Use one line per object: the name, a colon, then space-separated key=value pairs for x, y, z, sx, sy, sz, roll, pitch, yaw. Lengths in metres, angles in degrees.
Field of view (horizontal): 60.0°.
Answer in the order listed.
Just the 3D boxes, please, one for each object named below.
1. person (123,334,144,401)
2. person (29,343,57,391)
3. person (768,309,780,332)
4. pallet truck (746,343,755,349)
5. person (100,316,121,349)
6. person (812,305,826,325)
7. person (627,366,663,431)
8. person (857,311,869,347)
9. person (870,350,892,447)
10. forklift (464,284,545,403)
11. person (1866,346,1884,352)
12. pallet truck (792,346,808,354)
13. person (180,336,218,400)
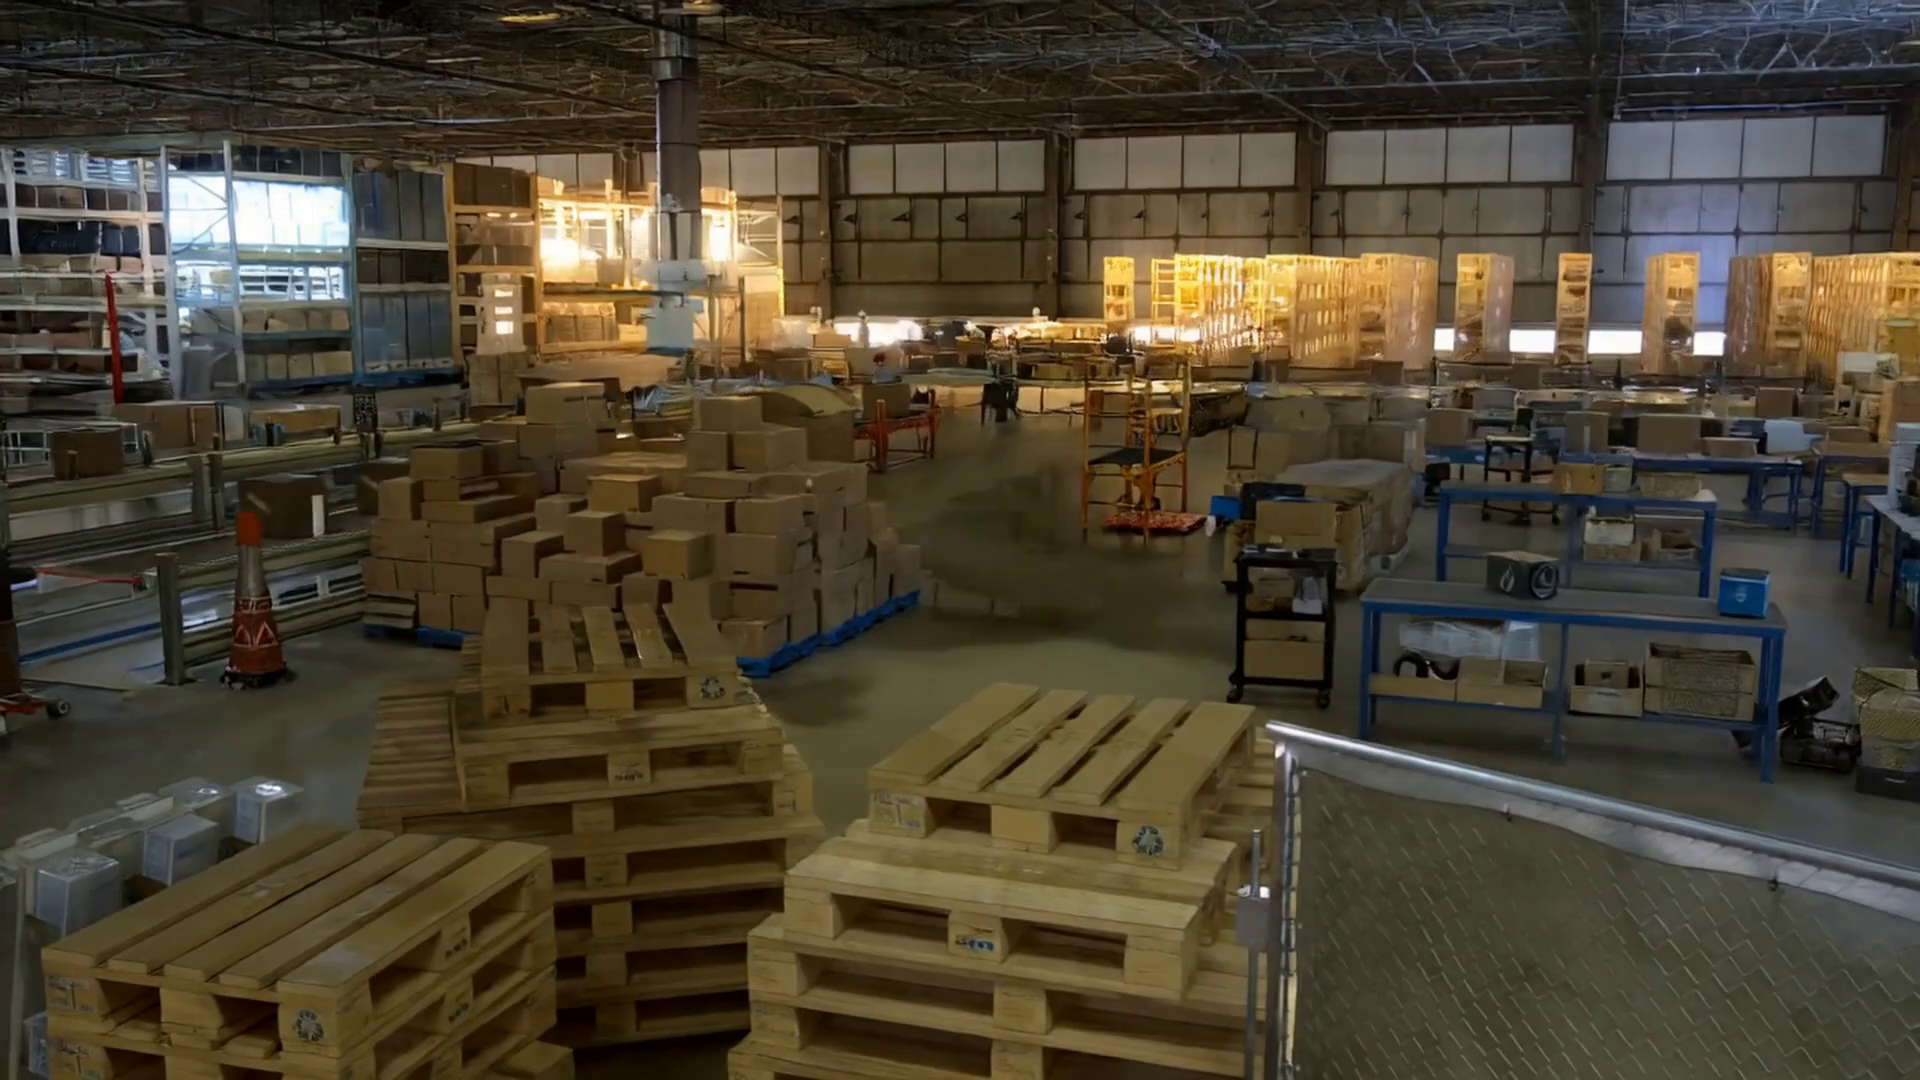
person: x=-19.942 y=-4.130 z=39.962 sx=0.523 sy=1.608 sz=0.669 roll=4 pitch=10 yaw=24
person: x=-18.705 y=-3.209 z=34.022 sx=0.701 sy=1.649 sz=0.610 roll=7 pitch=11 yaw=36
person: x=-6.991 y=-7.773 z=62.385 sx=0.528 sy=1.767 sz=0.329 roll=6 pitch=11 yaw=34
pallet truck: x=-6.183 y=-4.618 z=44.264 sx=1.601 sy=1.201 sz=0.680 roll=-9 pitch=12 yaw=-43
person: x=-24.103 y=-5.407 z=47.188 sx=0.549 sy=1.889 sz=1.012 roll=5 pitch=10 yaw=28
person: x=-5.127 y=-7.589 z=60.657 sx=0.614 sy=1.945 sz=0.403 roll=-6 pitch=11 yaw=-32
person: x=-4.761 y=-1.756 z=24.898 sx=0.547 sy=1.667 sz=0.742 roll=4 pitch=10 yaw=22
person: x=-2.849 y=-5.726 z=48.807 sx=0.376 sy=1.997 sz=0.612 roll=-1 pitch=9 yaw=-5
person: x=-1.389 y=-2.408 z=28.748 sx=0.386 sy=1.752 sz=0.542 roll=-5 pitch=10 yaw=-29
forklift: x=-10.832 y=-4.702 z=39.610 sx=1.129 sy=2.768 sz=1.873 roll=3 pitch=10 yaw=20
person: x=21.143 y=-4.035 z=38.482 sx=0.404 sy=1.903 sz=0.652 roll=4 pitch=10 yaw=26
pallet truck: x=-3.705 y=-4.298 z=42.022 sx=0.653 sy=1.274 sz=1.630 roll=3 pitch=10 yaw=20
person: x=-14.715 y=-2.988 z=32.044 sx=0.980 sy=1.850 sz=0.669 roll=6 pitch=11 yaw=34
